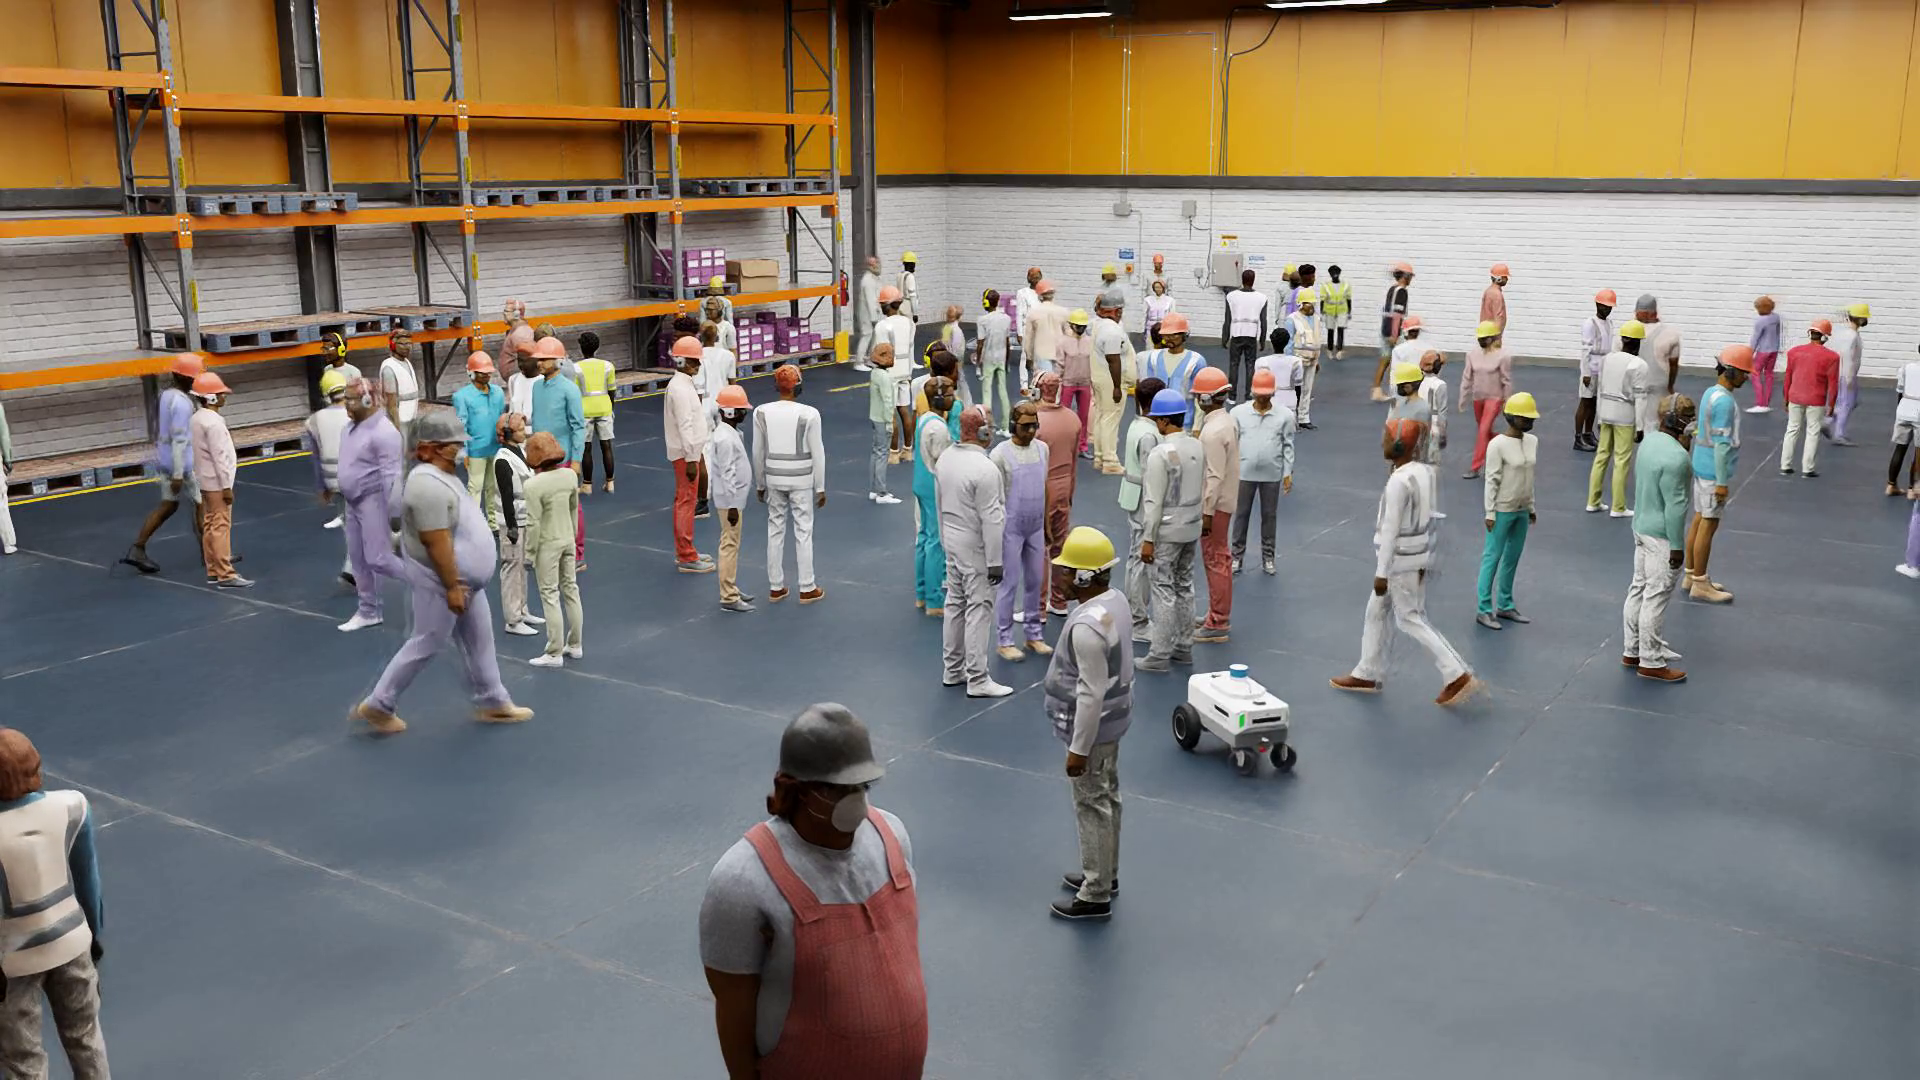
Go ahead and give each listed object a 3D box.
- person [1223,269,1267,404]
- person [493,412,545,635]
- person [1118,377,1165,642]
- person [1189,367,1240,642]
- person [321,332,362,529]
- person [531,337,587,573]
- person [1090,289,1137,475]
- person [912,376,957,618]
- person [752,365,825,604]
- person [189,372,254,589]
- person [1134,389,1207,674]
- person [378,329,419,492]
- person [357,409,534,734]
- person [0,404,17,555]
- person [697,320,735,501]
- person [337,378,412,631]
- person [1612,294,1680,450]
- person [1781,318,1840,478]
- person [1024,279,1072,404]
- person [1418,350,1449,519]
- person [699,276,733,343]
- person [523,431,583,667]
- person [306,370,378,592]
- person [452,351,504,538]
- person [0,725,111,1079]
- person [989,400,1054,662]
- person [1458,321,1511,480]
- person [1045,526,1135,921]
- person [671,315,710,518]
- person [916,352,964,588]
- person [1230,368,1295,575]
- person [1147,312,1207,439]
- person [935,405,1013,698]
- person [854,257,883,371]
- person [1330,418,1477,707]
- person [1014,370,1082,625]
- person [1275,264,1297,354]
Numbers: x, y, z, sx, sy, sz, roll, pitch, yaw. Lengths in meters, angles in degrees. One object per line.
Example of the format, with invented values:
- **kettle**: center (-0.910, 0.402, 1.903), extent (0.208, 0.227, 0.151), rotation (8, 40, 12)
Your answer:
- **person**: center (4.036, -2.867, 23.545), extent (0.602, 1.906, 0.413), rotation (1, 13, 4)
- **person**: center (-3.264, -0.125, 12.229), extent (0.307, 1.641, 0.512), rotation (-1, 13, -2)
- **person**: center (1.345, -0.222, 12.033), extent (0.391, 1.922, 0.593), rotation (0, 13, -2)
- **person**: center (1.819, -0.257, 12.026), extent (0.392, 1.989, 0.618), rotation (4, 14, 17)
- **person**: center (-5.780, -1.011, 15.565), extent (0.532, 1.870, 0.316), rotation (8, 15, 31)
- **person**: center (-3.397, -0.709, 13.975), extent (0.625, 1.995, 0.375), rotation (11, 17, 39)
- **person**: center (1.717, -1.758, 18.431), extent (0.539, 2.000, 0.689), rotation (-2, 13, -10)
- **person**: center (-0.183, -0.333, 12.678), extent (0.348, 1.846, 0.506), rotation (-4, 14, -16)
- **person**: center (-1.328, -0.433, 13.027), extent (0.585, 1.882, 0.343), rotation (4, 13, 16)
- **person**: center (-6.034, -0.486, 13.534), extent (0.323, 1.756, 0.560), rotation (-10, 16, -38)
- **person**: center (1.426, -0.058, 11.291), extent (0.423, 1.937, 0.617), rotation (11, 17, 38)
- **person**: center (-5.426, -1.126, 16.128), extent (0.396, 1.841, 0.565), rotation (0, 13, -1)
- **person**: center (-3.184, 0.175, 10.045), extent (0.971, 2.000, 0.682), rotation (-1, 13, -5)
- **person**: center (-8.558, -0.654, 14.510), extent (0.522, 1.643, 0.310), rotation (-10, 16, -36)
- **person**: center (-2.525, -1.310, 16.917), extent (0.506, 1.846, 0.349), rotation (-4, 14, -16)
- **person**: center (-4.314, -0.274, 12.332), extent (0.664, 1.888, 0.650), rotation (-12, 18, -43)
- **person**: center (7.546, -1.744, 18.369), extent (0.694, 2.000, 1.065), rotation (5, 14, 20)
- **person**: center (9.305, -1.551, 18.197), extent (0.351, 1.739, 0.575), rotation (-11, 17, -41)
- **person**: center (1.157, -2.352, 21.250), extent (0.611, 1.942, 1.019), rotation (-6, 14, -23)
- **person**: center (4.530, -1.025, 16.131), extent (0.308, 1.640, 0.511), rotation (-6, 14, -25)
- **person**: center (-3.573, -2.996, 24.454), extent (0.492, 1.742, 0.320), rotation (0, 13, 0)
- **person**: center (-2.804, 0.060, 11.441), extent (0.289, 1.632, 0.498), rotation (6, 14, 26)
- **person**: center (-4.863, -0.453, 13.308), extent (0.649, 1.795, 0.574), rotation (2, 13, 10)
- **person**: center (-4.295, -0.835, 15.057), extent (0.335, 1.749, 0.575), rotation (8, 15, 31)
- **person**: center (-3.116, 1.410, 5.591), extent (0.311, 1.642, 0.519), rotation (8, 15, 30)
- **person**: center (0.425, -0.064, 11.546), extent (0.516, 1.835, 0.355), rotation (-10, 16, -36)
- **person**: center (5.810, -1.563, 18.278), extent (0.891, 1.718, 0.529), rotation (-11, 17, -41)
- **person**: center (0.588, 0.838, 7.625), extent (0.403, 1.832, 0.594), rotation (4, 14, 17)
- **person**: center (-2.609, -1.193, 16.144), extent (0.362, 1.965, 0.611), rotation (-3, 13, -13)
- **person**: center (-0.147, -0.570, 13.543), extent (0.391, 1.920, 0.587), rotation (-9, 16, -34)
- **person**: center (2.506, -0.569, 13.908), extent (0.563, 1.748, 0.348), rotation (2, 13, 9)
- **person**: center (1.998, -1.117, 15.646), extent (0.607, 2.044, 0.379), rotation (7, 15, 29)
- **person**: center (0.105, 0.067, 10.812), extent (0.403, 1.904, 0.652), rotation (-8, 15, -30)
- **person**: center (-1.451, -3.667, 27.111), extent (0.653, 1.861, 0.654), rotation (1, 13, 5)
- **person**: center (2.890, 0.141, 10.610), extent (0.912, 1.855, 0.592), rotation (6, 14, 25)
- **person**: center (0.619, -0.321, 12.492), extent (0.409, 1.907, 0.651), rotation (11, 17, 40)
- **person**: center (5.417, -3.665, 27.353), extent (0.487, 1.745, 0.290), rotation (2, 13, 10)
